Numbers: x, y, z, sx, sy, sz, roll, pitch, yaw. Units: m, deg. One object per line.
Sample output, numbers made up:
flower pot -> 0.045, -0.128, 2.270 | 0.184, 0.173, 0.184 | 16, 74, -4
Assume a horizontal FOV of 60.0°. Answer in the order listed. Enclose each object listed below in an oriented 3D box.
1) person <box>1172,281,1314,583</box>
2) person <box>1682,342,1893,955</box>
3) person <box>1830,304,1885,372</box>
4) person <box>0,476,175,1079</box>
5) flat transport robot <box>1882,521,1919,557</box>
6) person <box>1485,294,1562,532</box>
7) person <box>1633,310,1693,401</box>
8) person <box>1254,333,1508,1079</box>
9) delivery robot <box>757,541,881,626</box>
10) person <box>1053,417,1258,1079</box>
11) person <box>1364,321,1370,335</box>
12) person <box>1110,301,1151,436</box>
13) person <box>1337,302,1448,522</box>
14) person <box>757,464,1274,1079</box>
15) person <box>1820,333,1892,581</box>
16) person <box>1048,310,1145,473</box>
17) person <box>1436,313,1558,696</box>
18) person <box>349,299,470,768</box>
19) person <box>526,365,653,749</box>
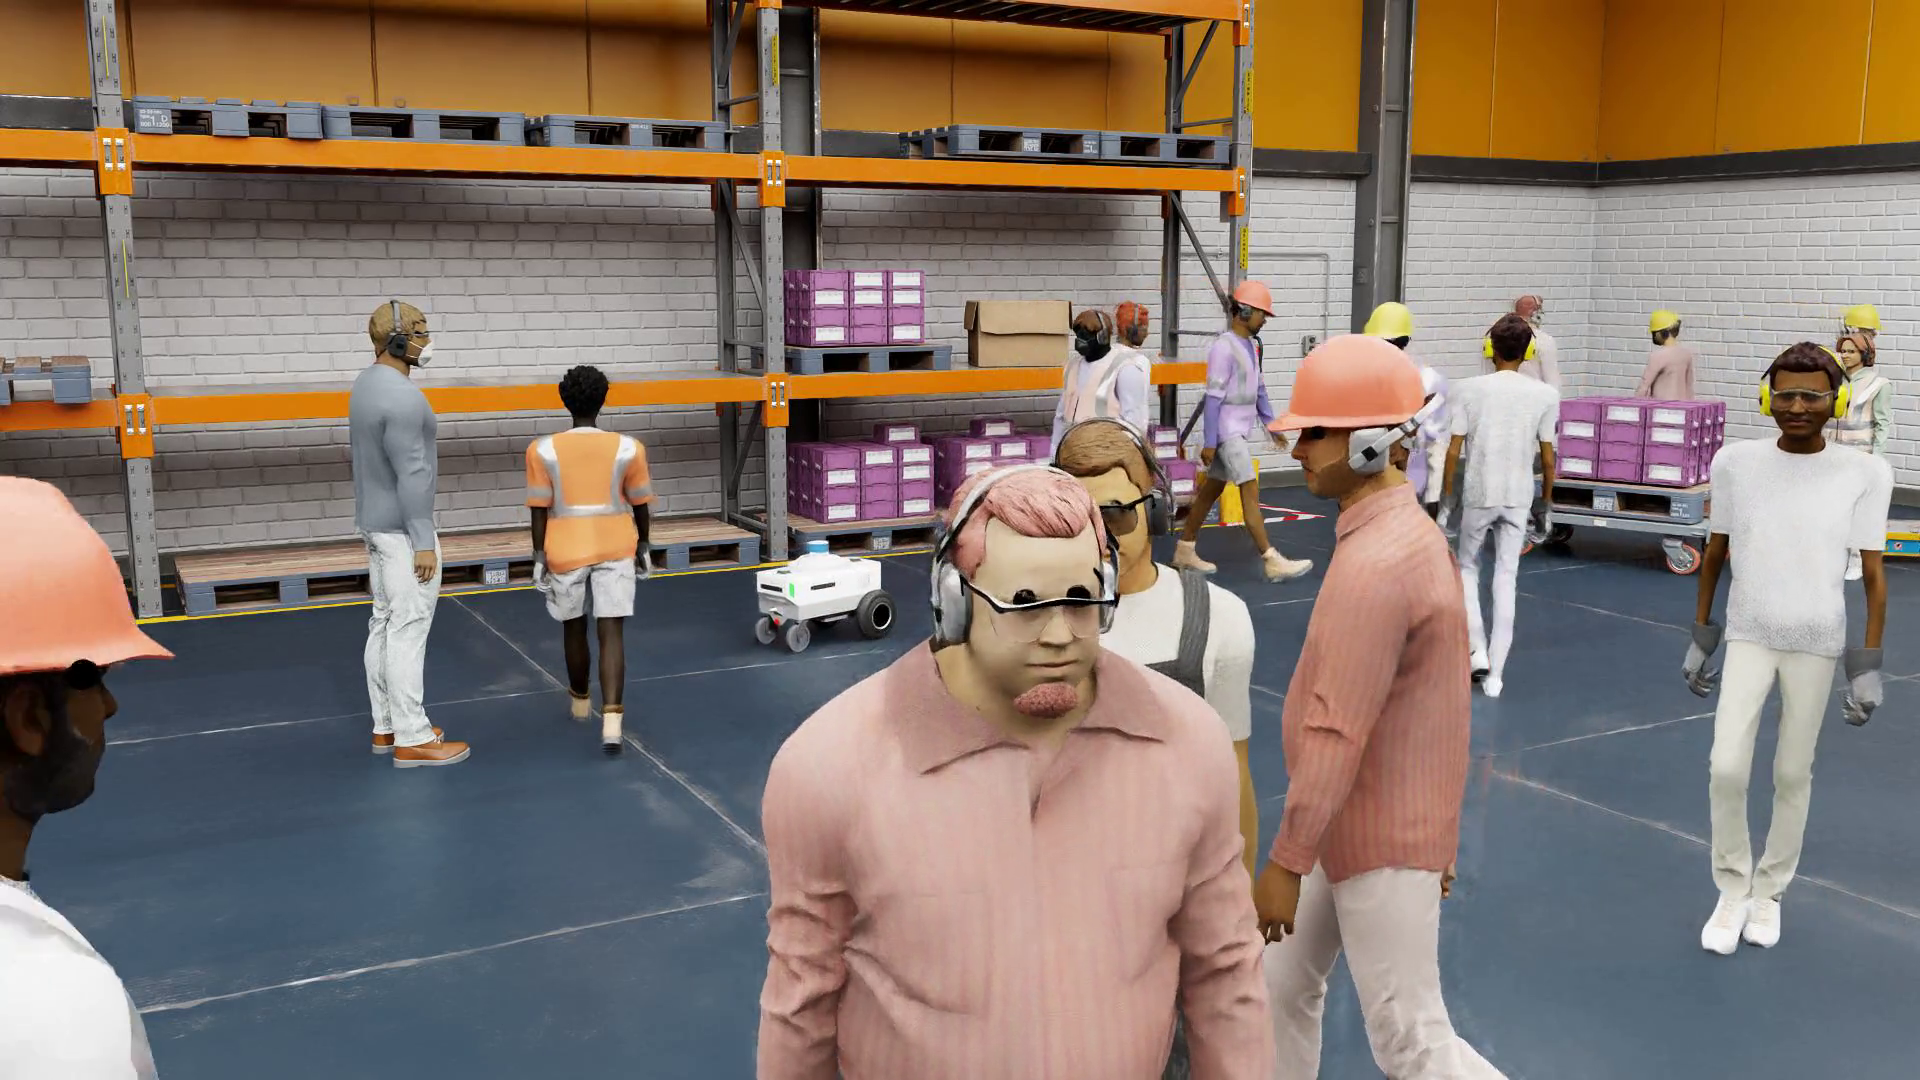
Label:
person -> 1.863, -0.716, 11.044 | 1.012, 1.973, 0.607 | 4, 10, 22
person -> 2.439, 0.343, 4.950 | 0.563, 1.850, 0.602 | 6, 11, 31
person -> 6.909, -0.961, 13.093 | 0.802, 1.800, 0.604 | 8, 12, 39
person -> -0.923, 0.885, 1.576 | 0.553, 1.890, 0.992 | 5, 11, 29
flat transport robot -> 6.626, -0.009, 11.913 | 1.431, 0.197, 0.652 | 3, 10, 17
person -> 4.381, -0.999, 13.104 | 0.900, 1.866, 0.624 | -4, 10, -24
person -> 5.816, -1.044, 13.841 | 0.524, 1.712, 0.892 | -7, 12, -38
person -> 0.899, 0.572, 3.299 | 0.959, 1.958, 0.601 | 2, 10, 14
delivery robot -> -0.777, 0.247, 9.204 | 0.477, 0.478, 0.707 | 9, 13, 43
person -> 0.289, 0.661, 3.139 | 0.517, 1.818, 0.675 | 0, 9, 2
person -> 2.763, -0.624, 11.173 | 0.522, 1.738, 0.764 | 3, 10, 18
person -> 0.962, -0.610, 10.759 | 0.802, 1.859, 0.618 | -7, 12, -37
person -> 2.322, -0.325, 8.922 | 0.587, 1.898, 0.742 | 6, 11, 35
person -> 0.076, 0.805, 2.205 | 0.653, 1.846, 1.051 | -3, 10, -18
person -> 5.899, -0.553, 11.063 | 0.311, 1.642, 0.512 | -5, 11, -29
person -> 0.751, -0.472, 10.053 | 0.832, 1.807, 0.650 | -6, 11, -34
person -> 2.598, -0.166, 8.071 | 0.556, 1.850, 0.421 | 2, 10, 13
person -> -2.326, -0.026, 6.943 | 0.357, 1.938, 0.638 | -6, 11, -34
person -> -1.607, 0.065, 7.270 | 0.541, 1.651, 0.873 | -2, 10, -13
